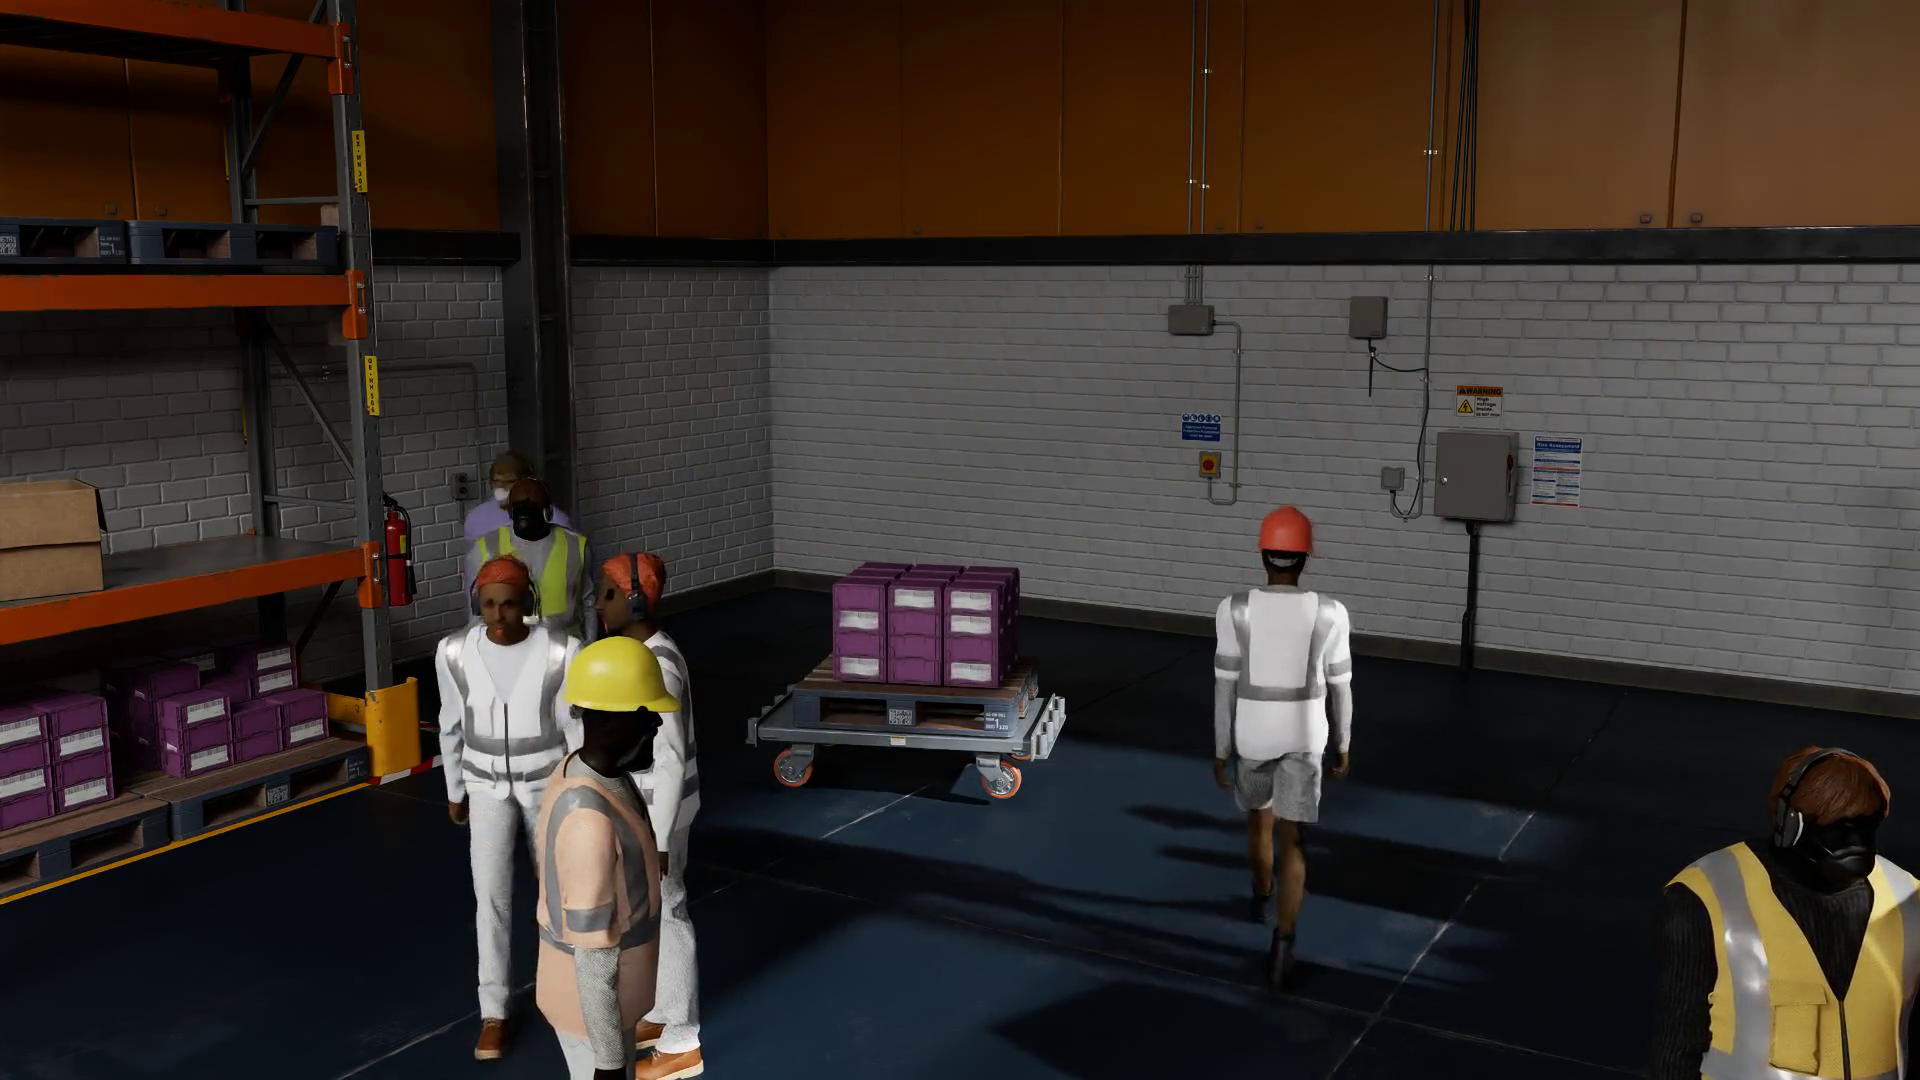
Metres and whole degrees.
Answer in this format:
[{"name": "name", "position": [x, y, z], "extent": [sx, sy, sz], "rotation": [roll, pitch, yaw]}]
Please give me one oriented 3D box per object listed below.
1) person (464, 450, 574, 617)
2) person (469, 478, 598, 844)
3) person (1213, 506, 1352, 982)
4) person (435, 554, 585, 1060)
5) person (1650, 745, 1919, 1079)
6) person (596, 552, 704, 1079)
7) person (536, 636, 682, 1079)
[{"name": "person", "position": [-2.387, 0.425, 9.220], "extent": [0.659, 1.907, 0.806], "rotation": [2, 9, 13]}, {"name": "person", "position": [-2.113, 0.600, 8.301], "extent": [0.634, 1.839, 0.429], "rotation": [-3, 10, -20]}, {"name": "person", "position": [1.330, 0.807, 6.874], "extent": [0.564, 1.889, 0.993], "rotation": [2, 9, 12]}, {"name": "person", "position": [-1.672, 0.929, 6.342], "extent": [0.592, 1.824, 0.964], "rotation": [-1, 9, -4]}, {"name": "person", "position": [1.843, 1.344, 3.690], "extent": [0.625, 1.836, 0.429], "rotation": [0, 9, -1]}, {"name": "person", "position": [-1.092, 0.971, 5.852], "extent": [0.349, 1.882, 0.577], "rotation": [-3, 10, -17]}, {"name": "person", "position": [-0.911, 1.192, 4.378], "extent": [0.392, 1.919, 0.581], "rotation": [-2, 9, -11]}]
